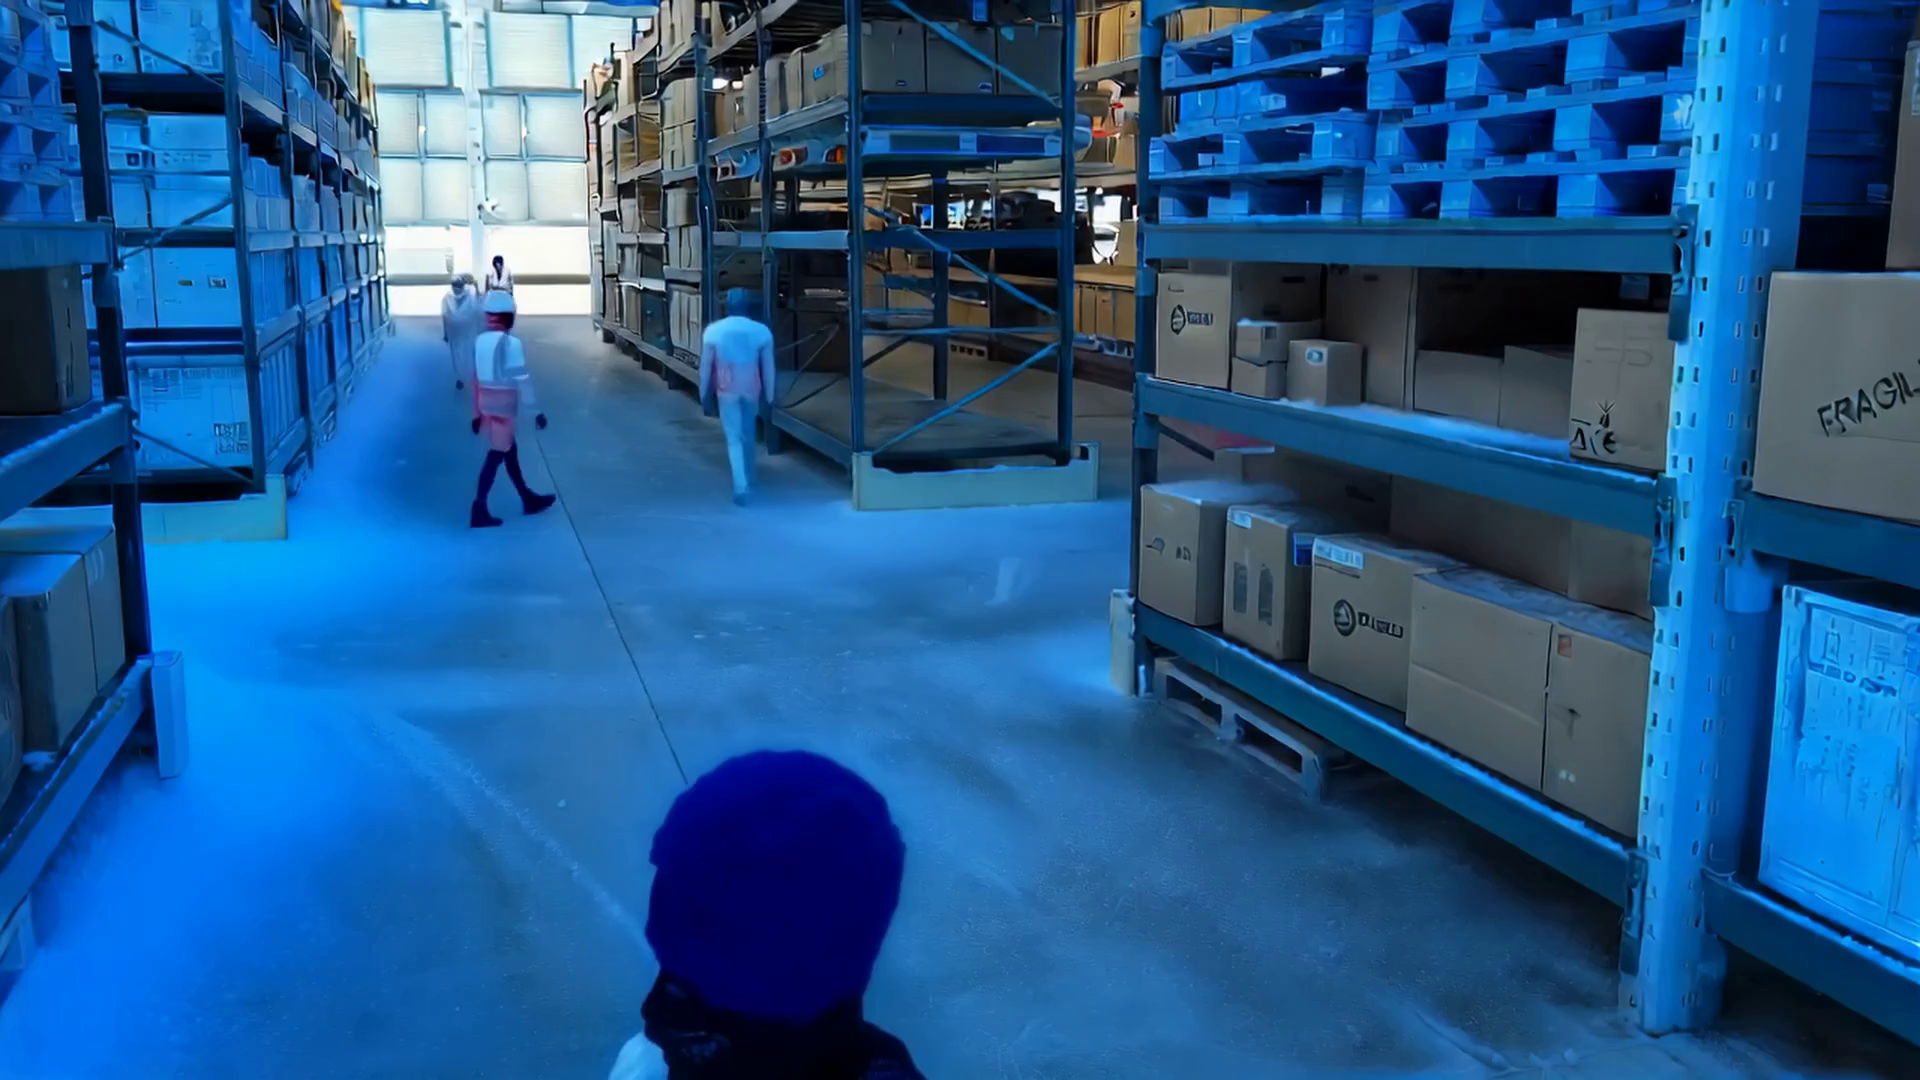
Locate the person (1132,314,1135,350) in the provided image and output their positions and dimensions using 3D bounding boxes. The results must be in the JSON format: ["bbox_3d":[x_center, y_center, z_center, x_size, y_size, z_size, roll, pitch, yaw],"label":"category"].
[{"bbox_3d":[2.479,-2.459,21.971,0.284,1.633,0.497,-9,14,-40],"label":"person"}]

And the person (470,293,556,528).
[{"bbox_3d":[-3.718,-1.070,13.659,0.561,1.883,0.979,9,14,40],"label":"person"}]

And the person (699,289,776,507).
[{"bbox_3d":[-1.987,-1.280,14.814,0.643,1.881,1.004,-4,11,-21],"label":"person"}]

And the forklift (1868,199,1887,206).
[{"bbox_3d":[11.338,-2.915,21.052,1.129,2.768,1.873,-3,11,-17],"label":"forklift"}]

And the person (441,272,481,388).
[{"bbox_3d":[-7.859,-3.323,26.240,0.600,1.809,0.771,-2,11,-12],"label":"person"}]

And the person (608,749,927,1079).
[{"bbox_3d":[-0.131,1.116,1.588,0.587,1.920,0.393,9,14,42],"label":"person"}]

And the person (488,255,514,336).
[{"bbox_3d":[-10.198,-5.348,36.943,0.602,1.949,0.391,3,11,15],"label":"person"}]

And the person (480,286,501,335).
[{"bbox_3d":[-6.808,-2.887,24.306,0.523,1.636,0.310,8,13,38],"label":"person"}]

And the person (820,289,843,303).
[{"bbox_3d":[-3.017,-5.710,39.051,0.560,1.907,0.786,-2,10,-9],"label":"person"}]
